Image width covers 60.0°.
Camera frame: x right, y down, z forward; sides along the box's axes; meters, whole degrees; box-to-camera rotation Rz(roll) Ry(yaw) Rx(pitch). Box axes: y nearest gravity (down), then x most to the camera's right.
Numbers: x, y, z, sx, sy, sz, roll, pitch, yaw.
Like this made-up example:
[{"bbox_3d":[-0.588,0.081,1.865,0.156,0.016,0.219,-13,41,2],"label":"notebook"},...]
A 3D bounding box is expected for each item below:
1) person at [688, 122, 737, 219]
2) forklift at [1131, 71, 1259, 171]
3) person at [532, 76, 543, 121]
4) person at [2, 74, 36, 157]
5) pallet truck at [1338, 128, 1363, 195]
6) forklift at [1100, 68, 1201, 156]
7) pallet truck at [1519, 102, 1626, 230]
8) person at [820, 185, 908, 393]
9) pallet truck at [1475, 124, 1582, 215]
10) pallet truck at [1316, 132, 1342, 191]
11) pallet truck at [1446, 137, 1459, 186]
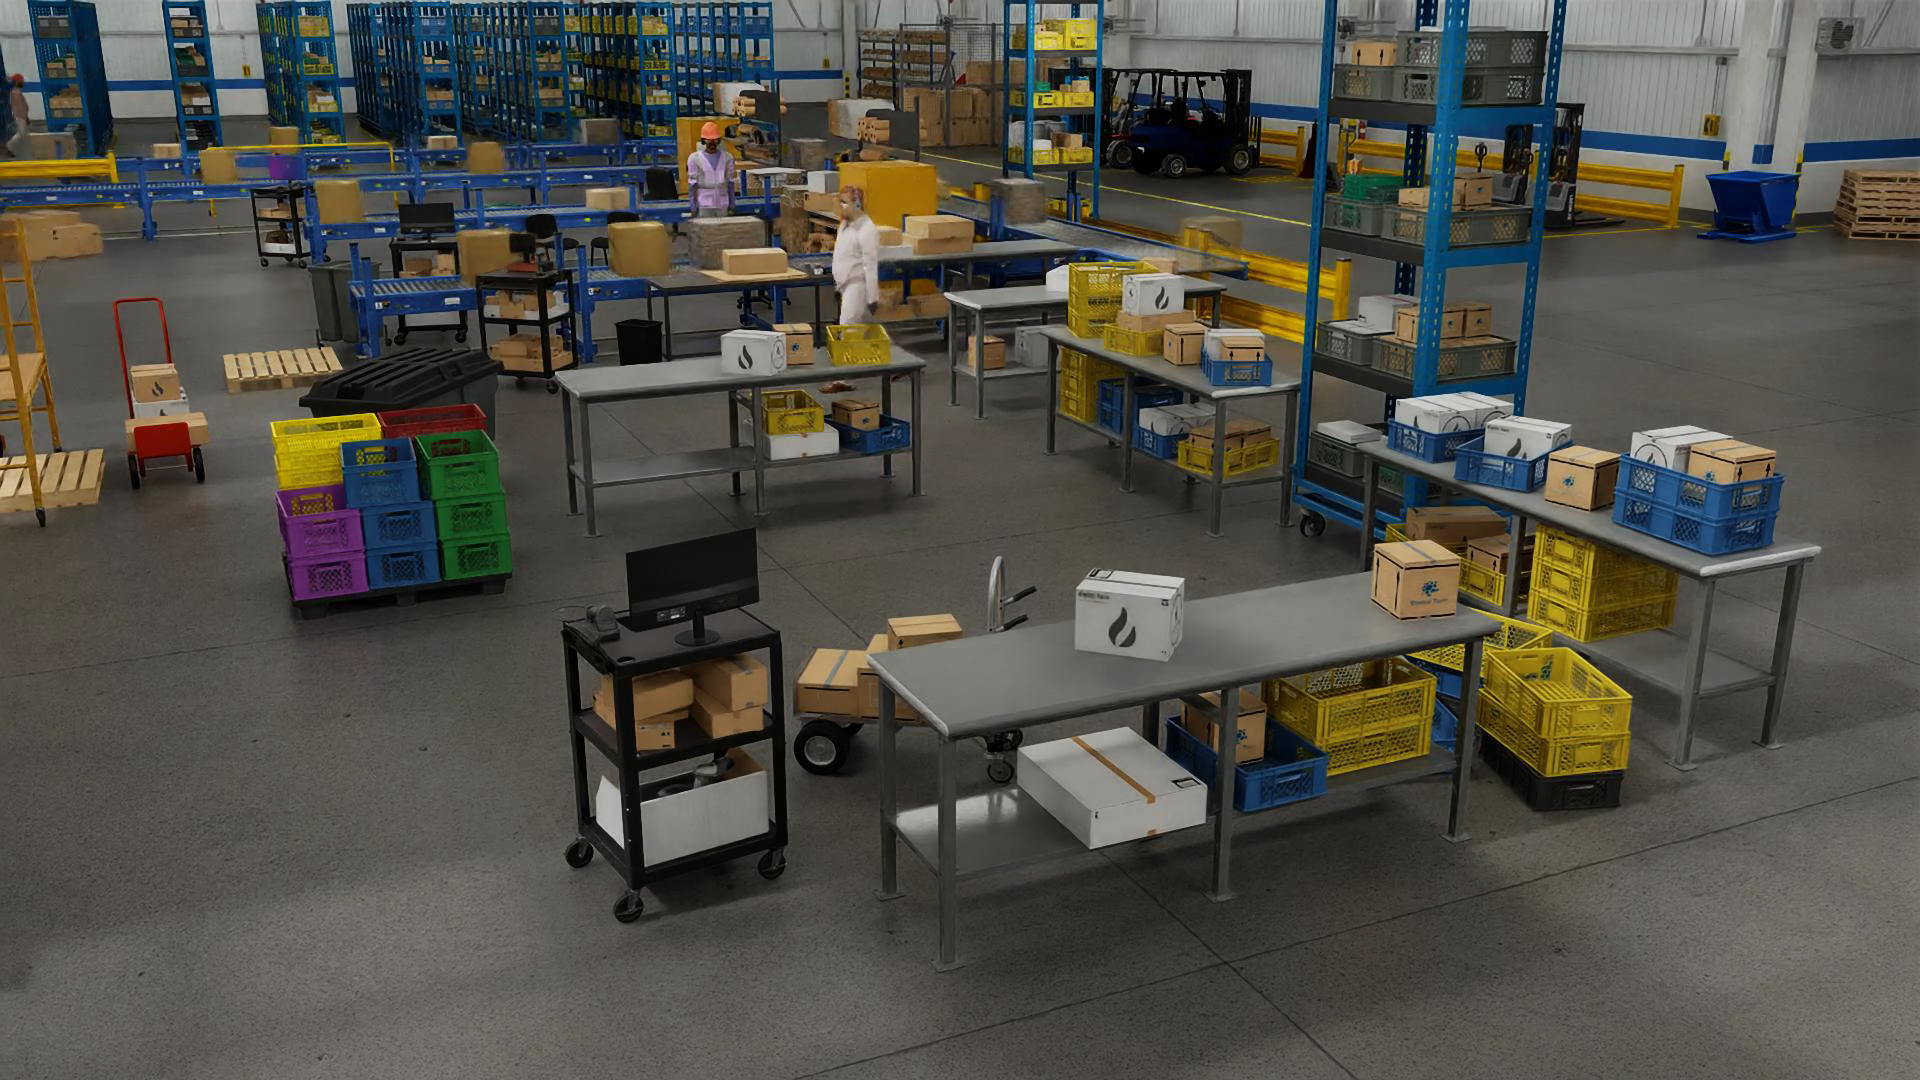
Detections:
[{"bbox_3d":[-3.119,-4.248,21.077,0.615,2.040,0.391,-8,19,-24],"label":"person"},{"bbox_3d":[4.998,-8.936,35.413,2.680,1.987,1.157,-9,20,-25],"label":"forklift"},{"bbox_3d":[-11.688,-12.072,46.043,0.384,1.845,0.565,-7,19,-20],"label":"person"},{"bbox_3d":[-22.518,-10.154,39.809,0.884,1.961,0.614,-7,19,-22],"label":"person"},{"bbox_3d":[7.845,-7.140,31.411,1.522,1.261,0.704,-9,20,-25],"label":"pallet truck"},{"bbox_3d":[4.082,-9.564,37.410,2.680,1.987,1.157,-8,19,-23],"label":"forklift"},{"bbox_3d":[9.972,-6.037,26.785,1.885,1.965,0.823,-9,20,-25],"label":"pallet truck"},{"bbox_3d":[-0.887,-2.299,15.202,0.831,1.882,0.640,-6,19,-18],"label":"person"},{"bbox_3d":[9.707,-6.455,28.103,1.885,1.965,0.823,-7,19,-20],"label":"pallet truck"},{"bbox_3d":[7.723,-7.504,32.656,1.601,1.201,0.680,-8,19,-23],"label":"pallet truck"},{"bbox_3d":[9.184,-6.485,29.328,1.630,1.274,0.653,-8,19,-23],"label":"pallet truck"}]
